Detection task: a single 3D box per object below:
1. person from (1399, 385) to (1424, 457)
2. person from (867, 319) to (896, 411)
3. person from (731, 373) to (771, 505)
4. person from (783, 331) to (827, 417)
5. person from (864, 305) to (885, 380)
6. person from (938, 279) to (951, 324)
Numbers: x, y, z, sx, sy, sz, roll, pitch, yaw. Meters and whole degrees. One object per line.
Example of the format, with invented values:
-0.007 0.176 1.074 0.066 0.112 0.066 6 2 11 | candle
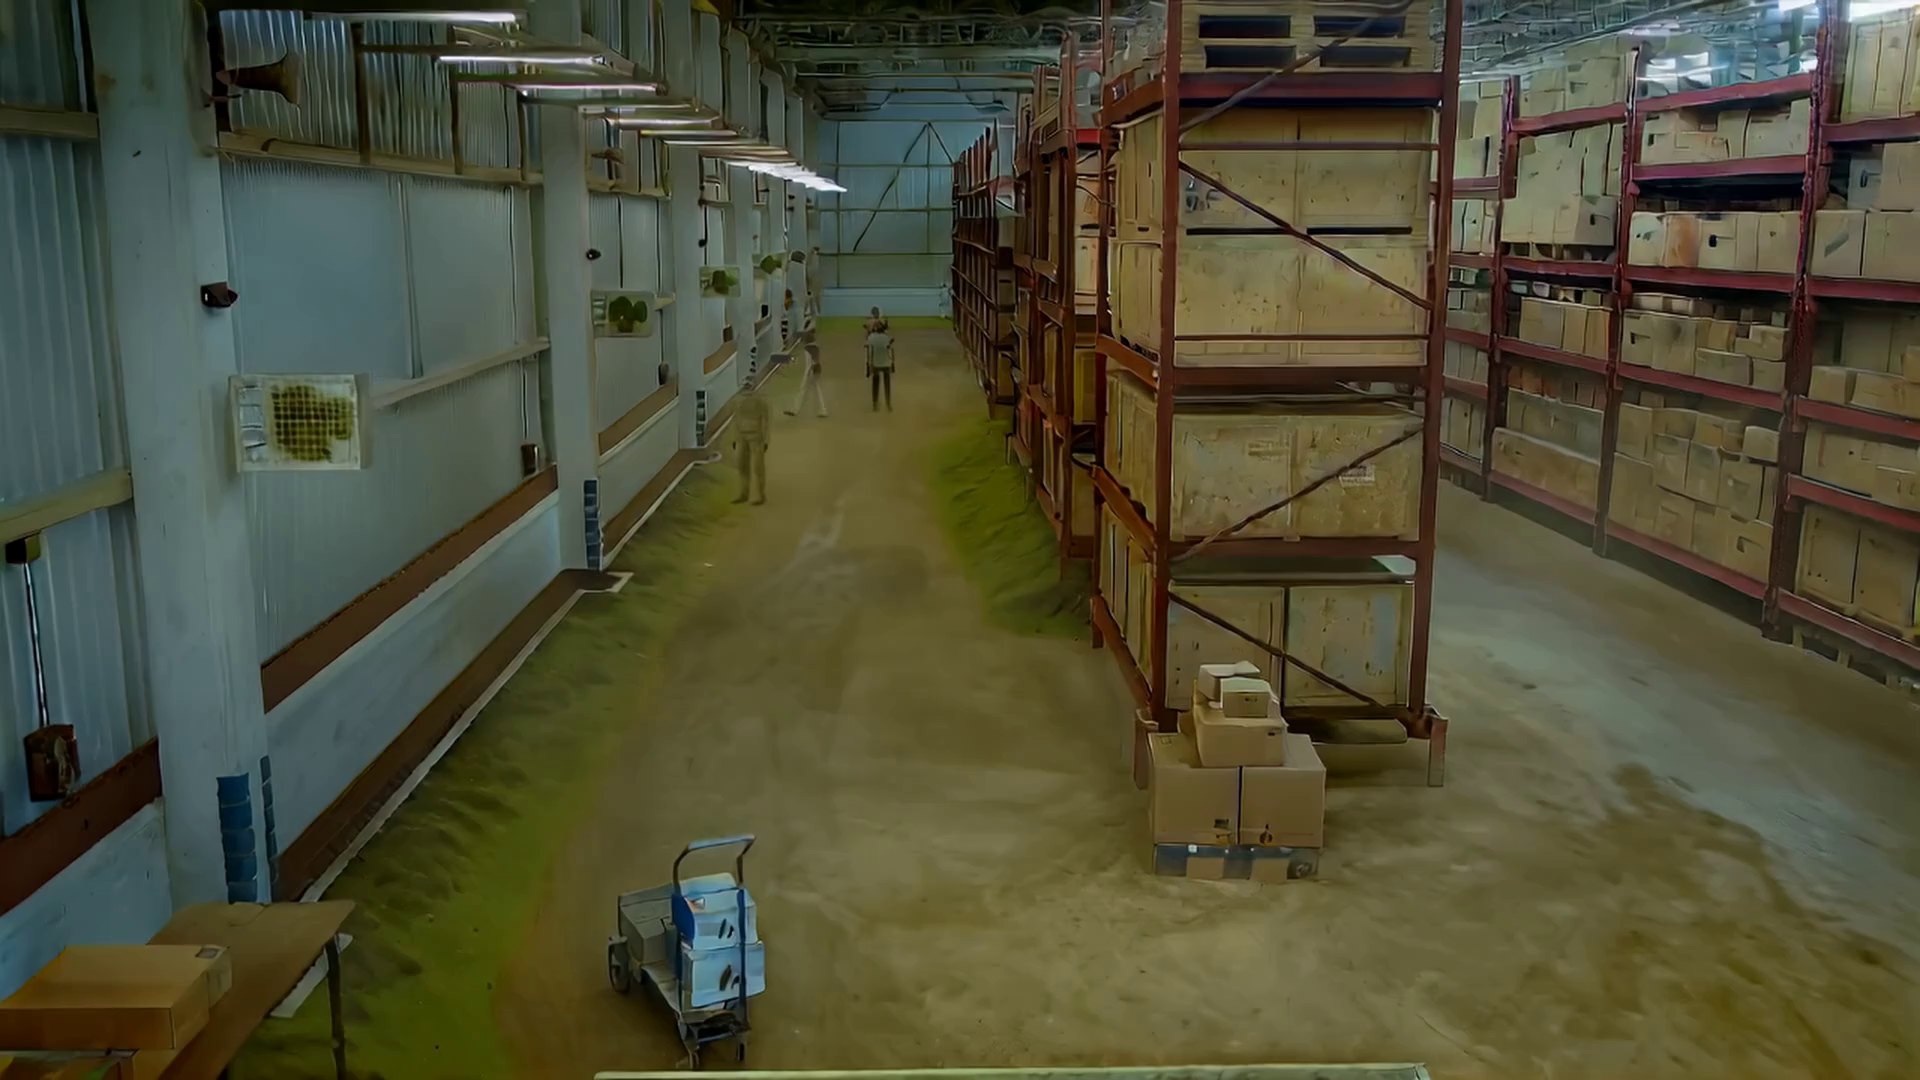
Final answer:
6.728 -1.512 24.908 0.534 1.661 0.861 -1 11 -4 | person
-1.685 -3.752 35.711 0.614 1.988 0.404 -3 11 -15 | person
-3.038 -1.456 23.970 0.650 1.905 0.404 6 13 30 | person
-3.200 -3.433 34.538 0.954 1.798 0.594 3 11 17 | person
-2.183 -5.082 42.835 0.590 1.910 0.394 -6 12 -29 | person
-0.628 -9.450 65.951 0.561 1.752 0.326 -9 14 -40 | person
